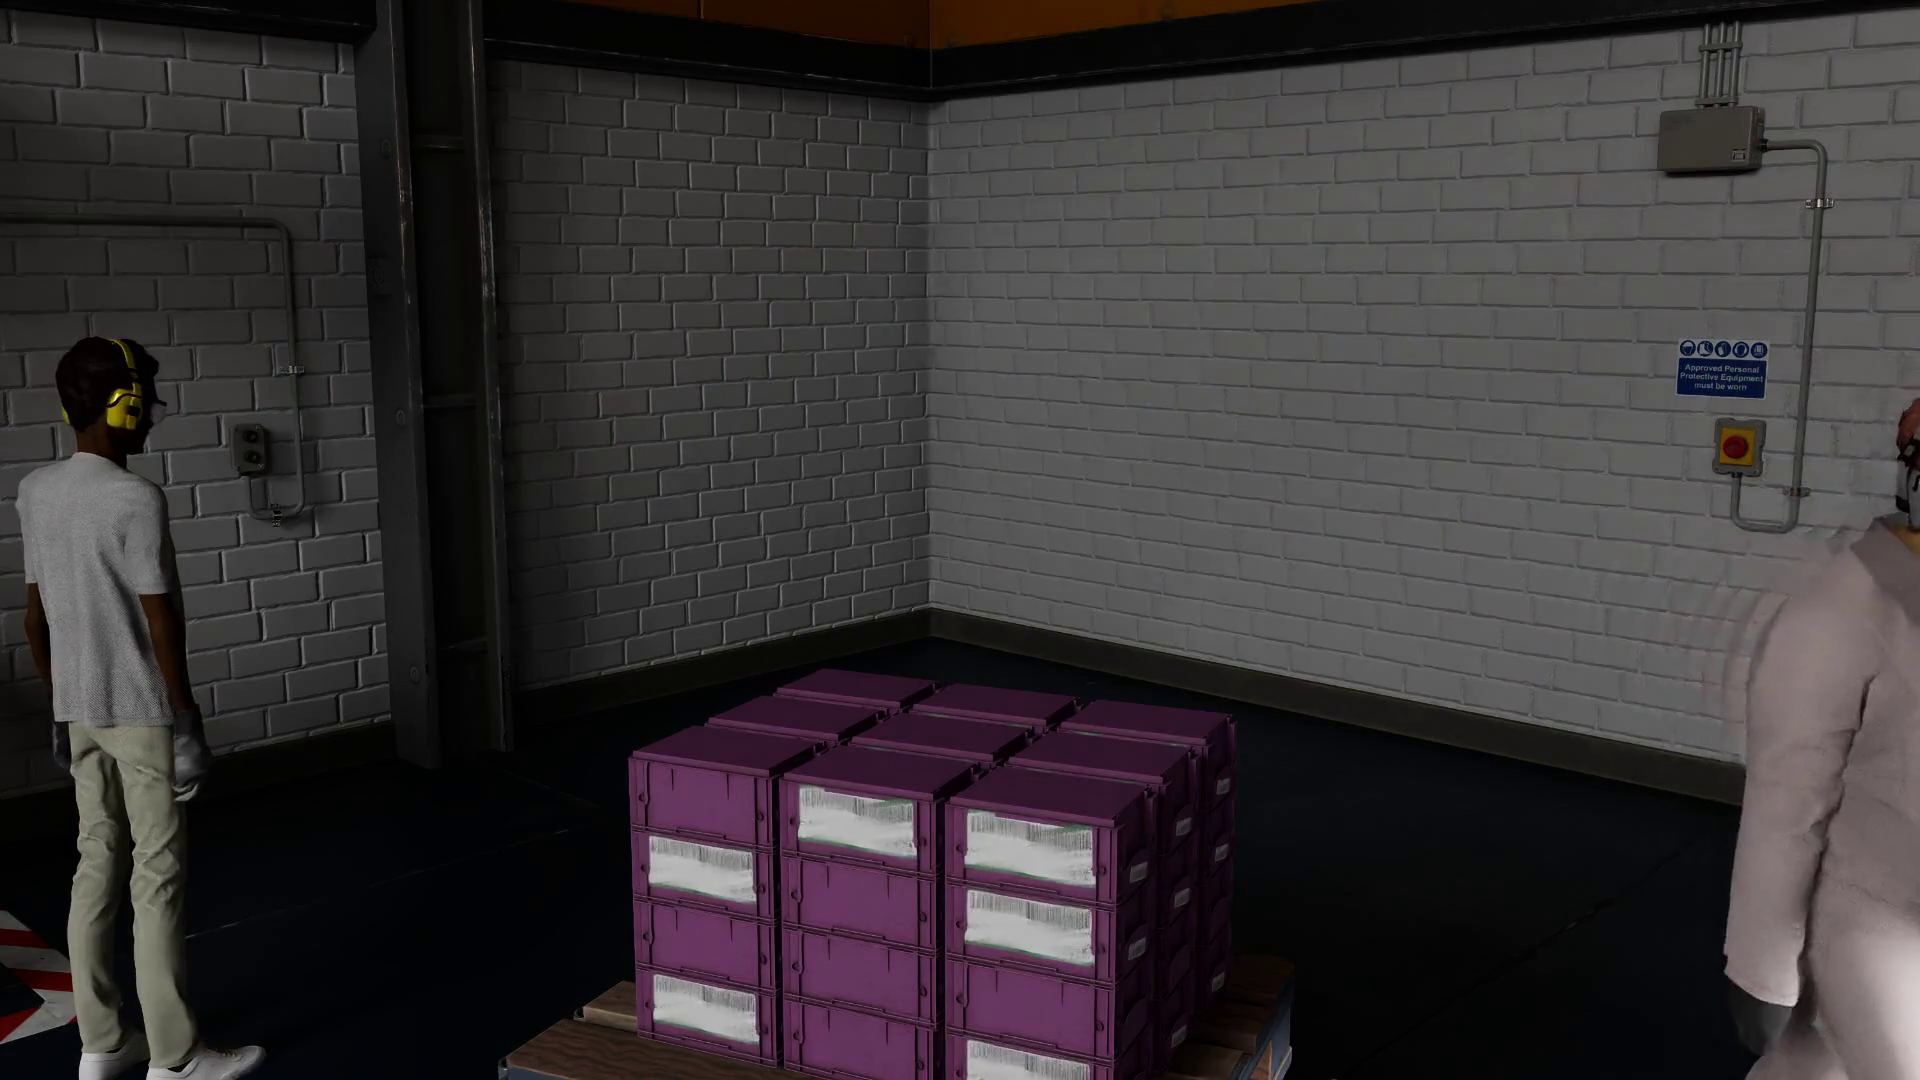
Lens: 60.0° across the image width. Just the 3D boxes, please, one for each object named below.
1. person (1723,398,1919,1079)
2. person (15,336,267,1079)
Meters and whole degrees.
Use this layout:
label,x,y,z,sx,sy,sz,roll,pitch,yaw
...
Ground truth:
label,x,y,z,sx,sy,sz,roll,pitch,yaw
person,1.605,0.659,2.783,0.626,1.843,1.016,-6,11,-31
person,-2.029,0.440,4.061,0.516,1.865,0.329,4,10,25
